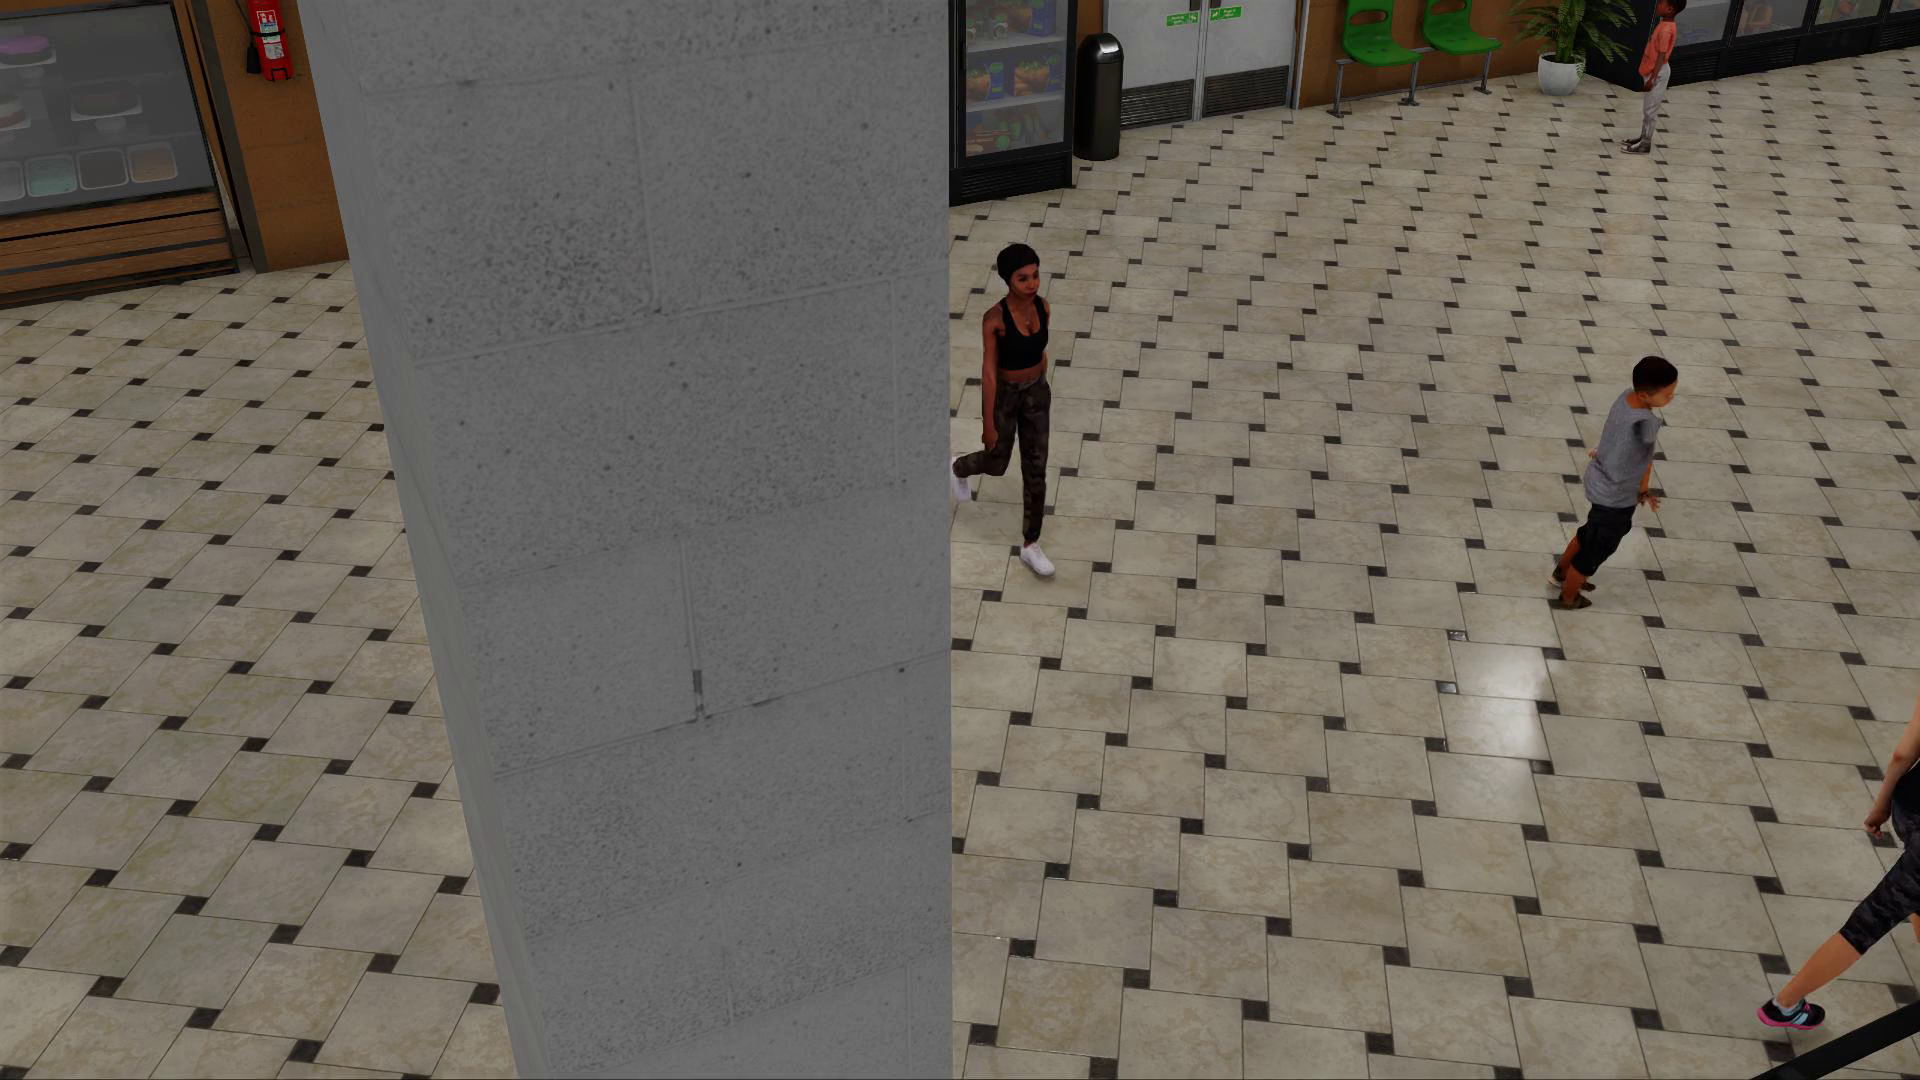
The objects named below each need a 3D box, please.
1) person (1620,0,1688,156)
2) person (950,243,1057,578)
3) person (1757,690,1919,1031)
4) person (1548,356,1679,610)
[{"bbox_3d":[5.718,-3.836,13.638,0.617,1.311,0.561,12,34,19],"label":"person"},{"bbox_3d":[0.222,-0.684,8.232,0.679,1.670,1.127,-19,37,-28],"label":"person"},{"bbox_3d":[3.133,1.015,5.498,0.791,1.675,1.136,-8,33,-13],"label":"person"},{"bbox_3d":[3.066,-0.299,7.835,0.742,1.437,0.615,-10,33,-15],"label":"person"}]
